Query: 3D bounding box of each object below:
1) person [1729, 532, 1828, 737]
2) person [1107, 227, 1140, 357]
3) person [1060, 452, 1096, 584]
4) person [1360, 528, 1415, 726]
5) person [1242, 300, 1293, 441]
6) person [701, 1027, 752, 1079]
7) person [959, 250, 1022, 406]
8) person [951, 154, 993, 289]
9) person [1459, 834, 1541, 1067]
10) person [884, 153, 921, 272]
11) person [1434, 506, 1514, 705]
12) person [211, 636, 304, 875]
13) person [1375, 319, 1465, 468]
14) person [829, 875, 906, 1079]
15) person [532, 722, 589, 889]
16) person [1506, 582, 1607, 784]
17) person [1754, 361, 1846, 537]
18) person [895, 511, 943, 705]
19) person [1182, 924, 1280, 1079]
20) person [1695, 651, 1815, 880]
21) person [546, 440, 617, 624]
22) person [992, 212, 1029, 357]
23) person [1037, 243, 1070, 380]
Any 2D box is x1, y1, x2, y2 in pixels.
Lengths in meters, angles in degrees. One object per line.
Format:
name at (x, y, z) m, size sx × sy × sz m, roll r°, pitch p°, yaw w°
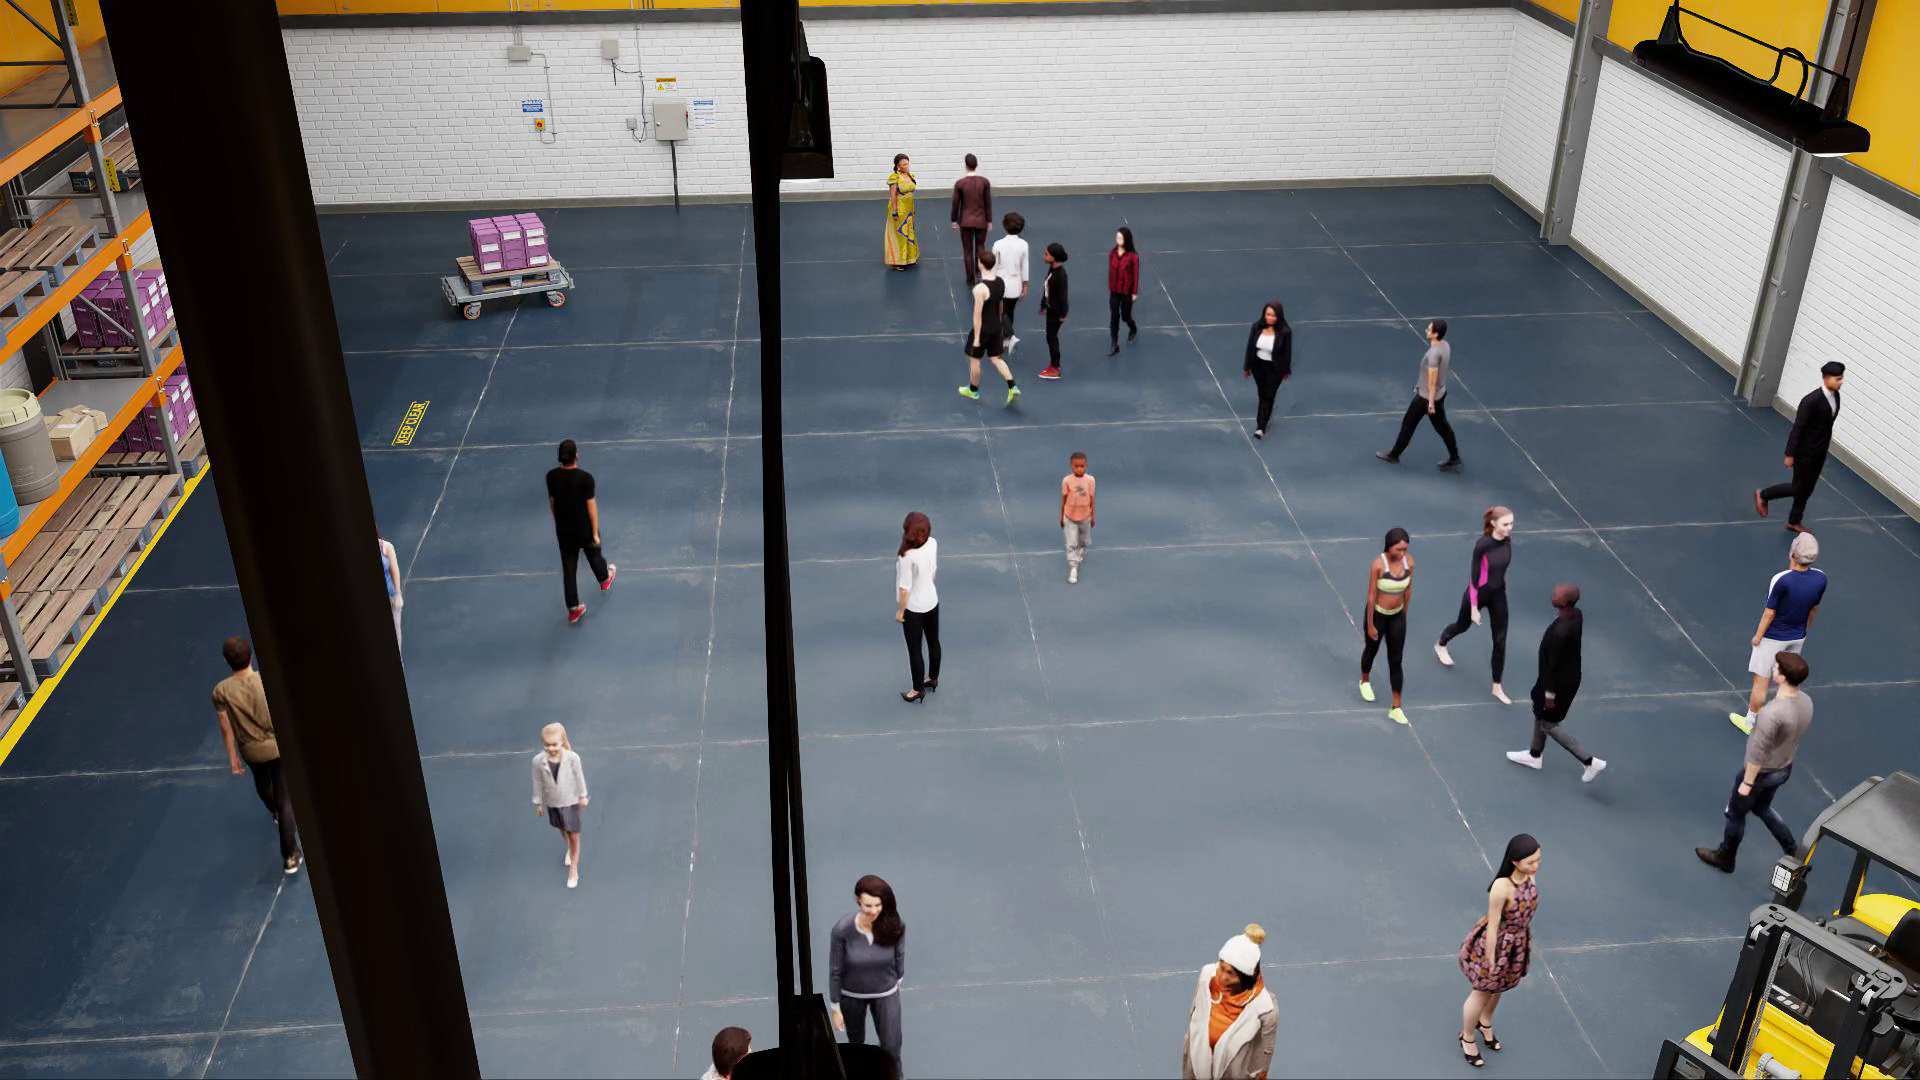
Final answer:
person at (6.718, 0.769, 13.579) m, size 0.654 × 1.839 × 0.583 m, roll -5°, pitch 29°, yaw -10°
person at (2.092, -3.165, 20.994) m, size 0.888 × 1.644 × 0.957 m, roll 22°, pitch 35°, yaw 34°
person at (1.128, -0.266, 16.039) m, size 0.535 × 1.299 × 0.763 m, roll 1°, pitch 29°, yaw 2°
person at (3.532, 0.620, 13.972) m, size 0.564 × 1.723 × 0.972 m, roll -3°, pitch 29°, yaw -6°
person at (3.512, -1.966, 18.879) m, size 1.014 × 1.564 × 1.198 m, roll 13°, pitch 31°, yaw 22°
person at (-1.281, 3.400, 8.777) m, size 0.976 × 1.819 × 0.656 m, roll 12°, pitch 31°, yaw 21°
person at (0.374, -2.440, 19.436) m, size 1.227 × 1.864 × 1.148 m, roll 23°, pitch 36°, yaw 36°
person at (0.189, -4.384, 23.013) m, size 0.733 × 1.851 × 0.863 m, roll -3°, pitch 29°, yaw -6°
person at (3.382, 2.550, 10.381) m, size 0.807 × 1.775 × 0.857 m, roll -24°, pitch 37°, yaw -37°
person at (-0.836, -4.725, 23.836) m, size 1.060 × 1.661 × 0.976 m, roll 18°, pitch 33°, yaw 29°
person at (4.427, 0.478, 14.251) m, size 0.757 × 1.706 × 1.209 m, roll -10°, pitch 30°, yaw -17°
person at (-5.054, 1.585, 12.119) m, size 0.822 × 1.804 × 1.283 m, roll -7°, pitch 29°, yaw -13°
person at (5.162, -1.535, 17.935) m, size 1.135 × 1.711 × 1.177 m, roll 16°, pitch 32°, yaw 27°
person at (-0.585, 2.703, 10.156) m, size 0.684 × 1.721 × 1.091 m, roll -4°, pitch 29°, yaw -8°
person at (-2.904, 1.856, 12.193) m, size 0.572 × 1.257 × 0.779 m, roll 1°, pitch 29°, yaw 1°
person at (4.770, 1.148, 12.989) m, size 1.079 × 1.737 × 1.059 m, roll 18°, pitch 34°, yaw 30°
person at (8.462, -0.956, 16.712) m, size 0.951 × 1.867 × 1.057 m, roll -18°, pitch 33°, yaw -29°
person at (-0.330, 0.563, 14.003) m, size 0.734 × 1.795 × 0.671 m, roll 21°, pitch 35°, yaw 34°
person at (1.543, 2.959, 9.510) m, size 0.812 × 1.890 × 0.867 m, roll 20°, pitch 35°, yaw 32°
person at (5.817, 1.684, 11.852) m, size 0.985 × 1.886 × 1.146 m, roll -18°, pitch 34°, yaw -30°
person at (-3.541, -0.047, 15.201) m, size 0.836 × 1.719 × 1.161 m, roll 5°, pitch 29°, yaw 9°
person at (0.635, -3.188, 20.891) m, size 0.772 × 1.784 × 1.090 m, roll -8°, pitch 30°, yaw -14°
person at (1.215, -2.830, 20.363) m, size 0.733 × 1.661 × 0.574 m, roll -10°, pitch 30°, yaw -18°
